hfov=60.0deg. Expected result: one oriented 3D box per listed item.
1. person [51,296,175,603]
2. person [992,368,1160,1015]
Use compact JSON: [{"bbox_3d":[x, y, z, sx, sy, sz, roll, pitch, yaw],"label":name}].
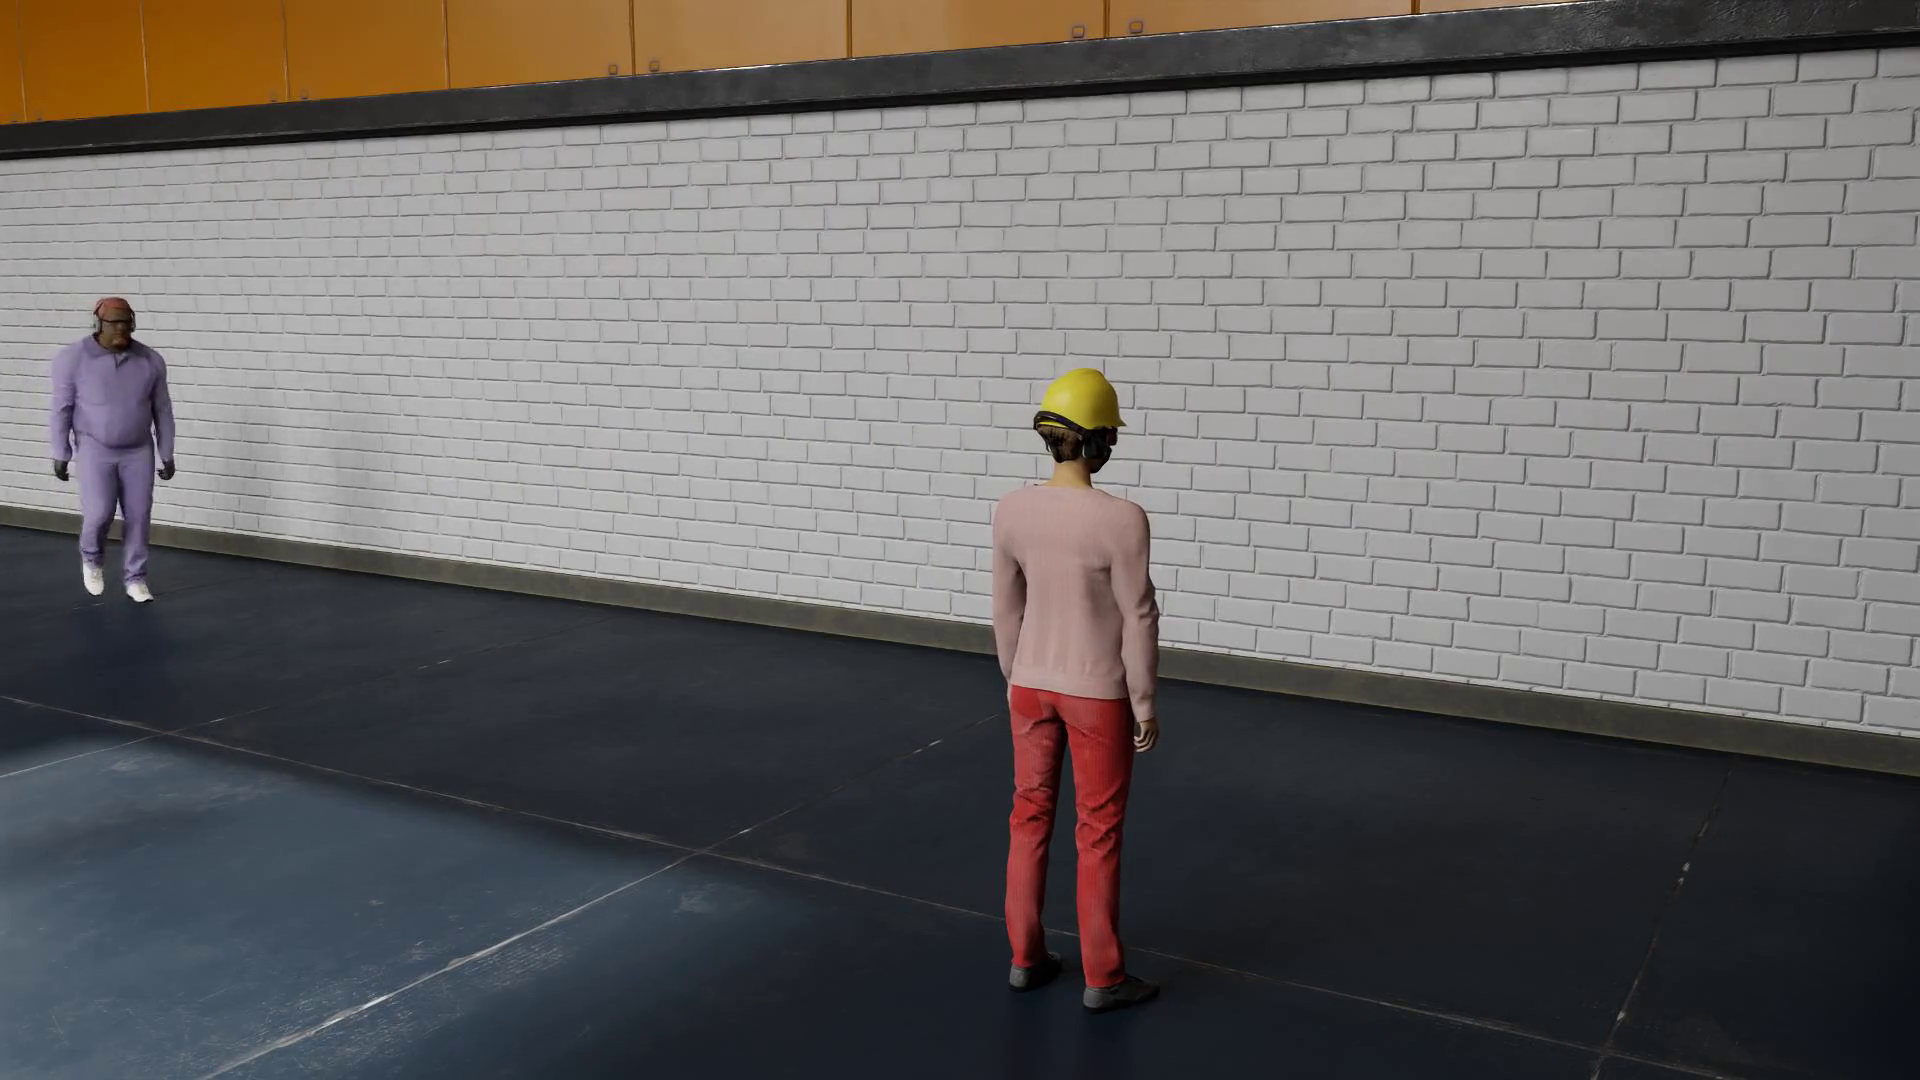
[{"bbox_3d":[-5.174,-0.544,10.190,0.677,1.885,0.463,-8,12,-42],"label":"person"},{"bbox_3d":[0.322,0.416,4.584,0.525,1.769,0.308,7,12,38],"label":"person"}]
